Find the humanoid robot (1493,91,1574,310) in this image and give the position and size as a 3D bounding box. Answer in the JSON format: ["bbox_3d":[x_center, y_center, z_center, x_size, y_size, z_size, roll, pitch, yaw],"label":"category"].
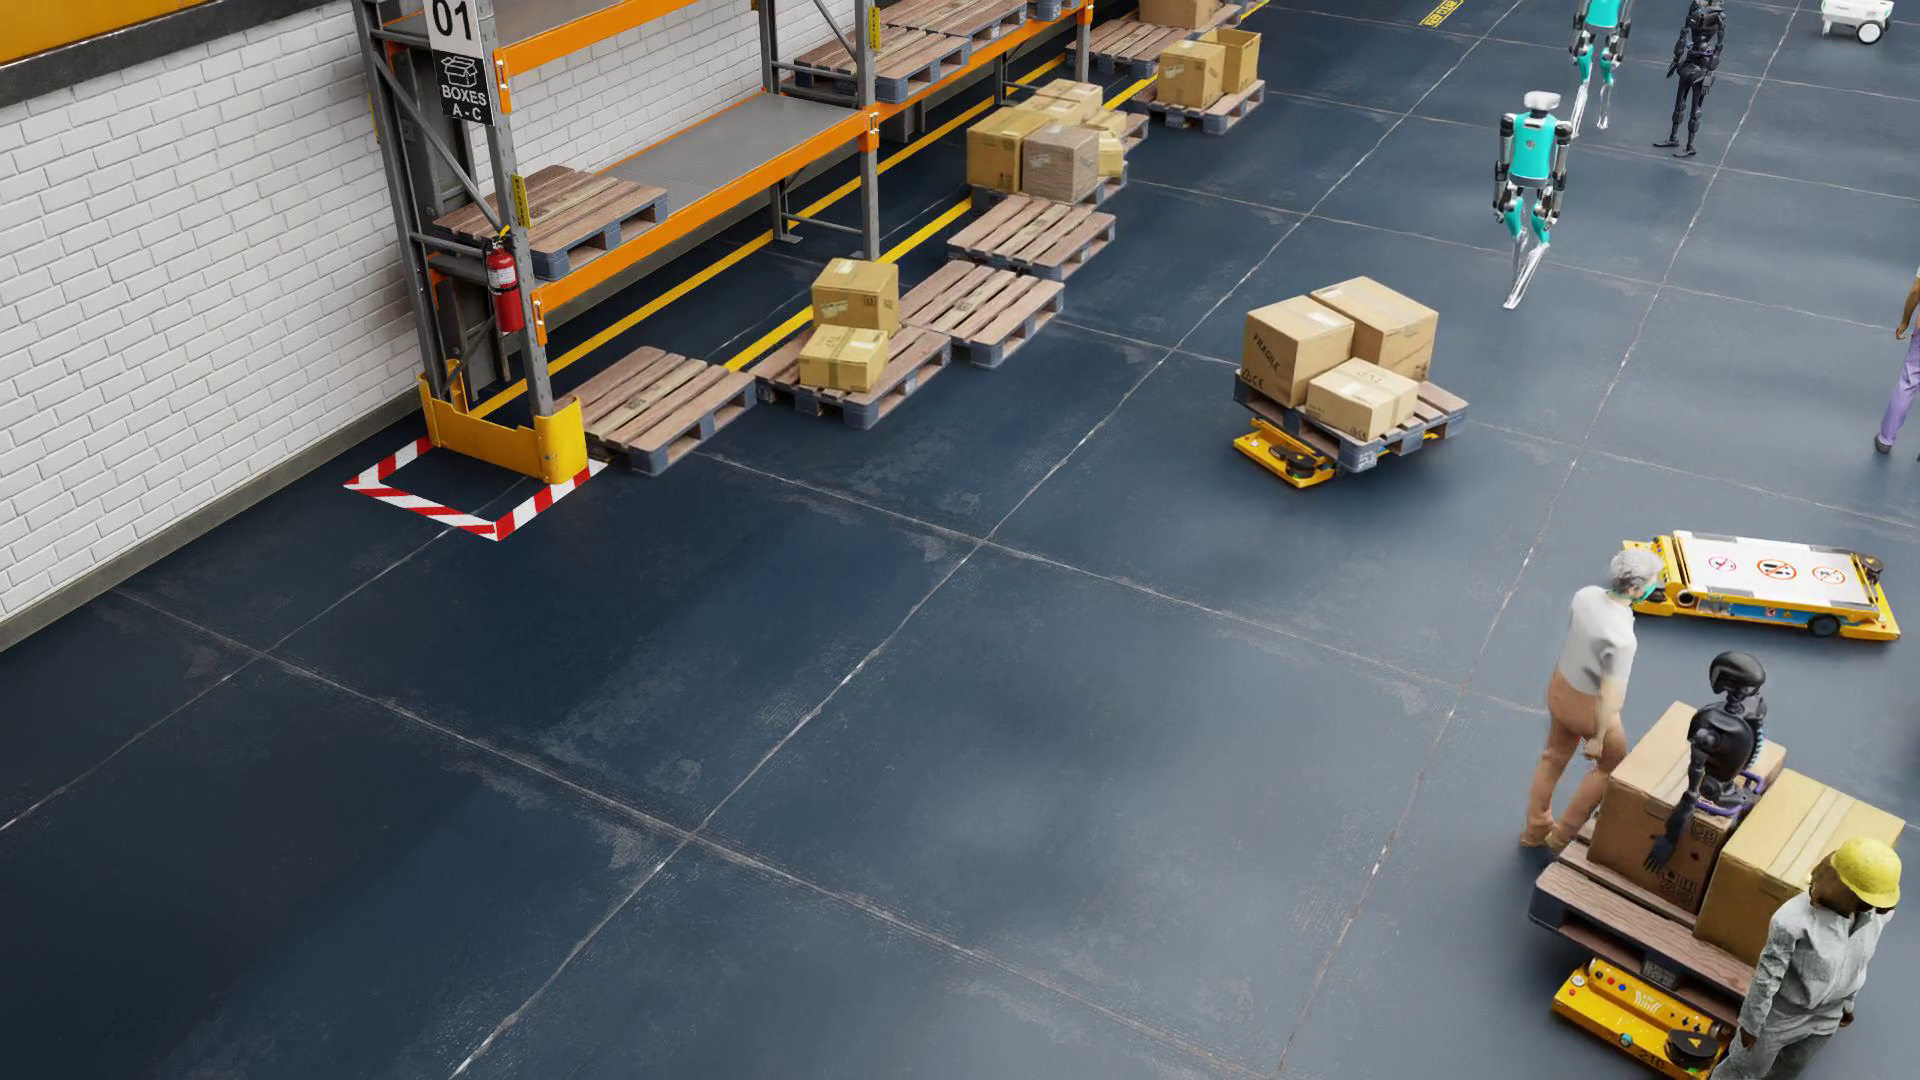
[{"bbox_3d":[4.448,-2.639,12.871,0.557,1.843,0.864,20,38,28],"label":"humanoid robot"}]

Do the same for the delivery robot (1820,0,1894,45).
[{"bbox_3d":[10.231,-5.976,18.948,0.785,0.614,0.512,21,39,28],"label":"delivery robot"}]

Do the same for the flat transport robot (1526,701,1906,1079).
[{"bbox_3d":[3.281,1.800,7.425,0.659,0.231,1.431,27,42,34],"label":"flat transport robot"}]

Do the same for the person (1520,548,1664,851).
[{"bbox_3d":[2.947,0.755,7.684,0.473,1.728,0.455,-7,34,-11],"label":"person"}]

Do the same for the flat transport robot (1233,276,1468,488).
[{"bbox_3d":[2.618,-0.754,11.289,1.431,0.231,0.659,-20,38,-27],"label":"flat transport robot"}]

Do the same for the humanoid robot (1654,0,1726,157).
[{"bbox_3d":[6.895,-4.435,15.571,0.315,1.655,0.599,-8,34,-12],"label":"humanoid robot"}]

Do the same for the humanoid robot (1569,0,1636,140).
[{"bbox_3d":[6.226,-4.750,16.062,0.544,1.852,0.836,22,39,29],"label":"humanoid robot"}]

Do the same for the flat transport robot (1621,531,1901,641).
[{"bbox_3d":[4.678,0.257,9.759,1.431,0.231,0.659,7,34,10],"label":"flat transport robot"}]

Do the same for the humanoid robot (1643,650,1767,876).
[{"bbox_3d":[3.220,1.193,7.078,0.602,1.644,0.430,-25,41,-33],"label":"humanoid robot"}]

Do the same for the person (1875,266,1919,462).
[{"bbox_3d":[6.393,-1.355,10.770,0.569,1.842,0.377,19,38,27],"label":"person"}]

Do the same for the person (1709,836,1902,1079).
[{"bbox_3d":[3.120,1.753,6.160,0.492,1.740,0.322,-9,34,-13],"label":"person"}]
